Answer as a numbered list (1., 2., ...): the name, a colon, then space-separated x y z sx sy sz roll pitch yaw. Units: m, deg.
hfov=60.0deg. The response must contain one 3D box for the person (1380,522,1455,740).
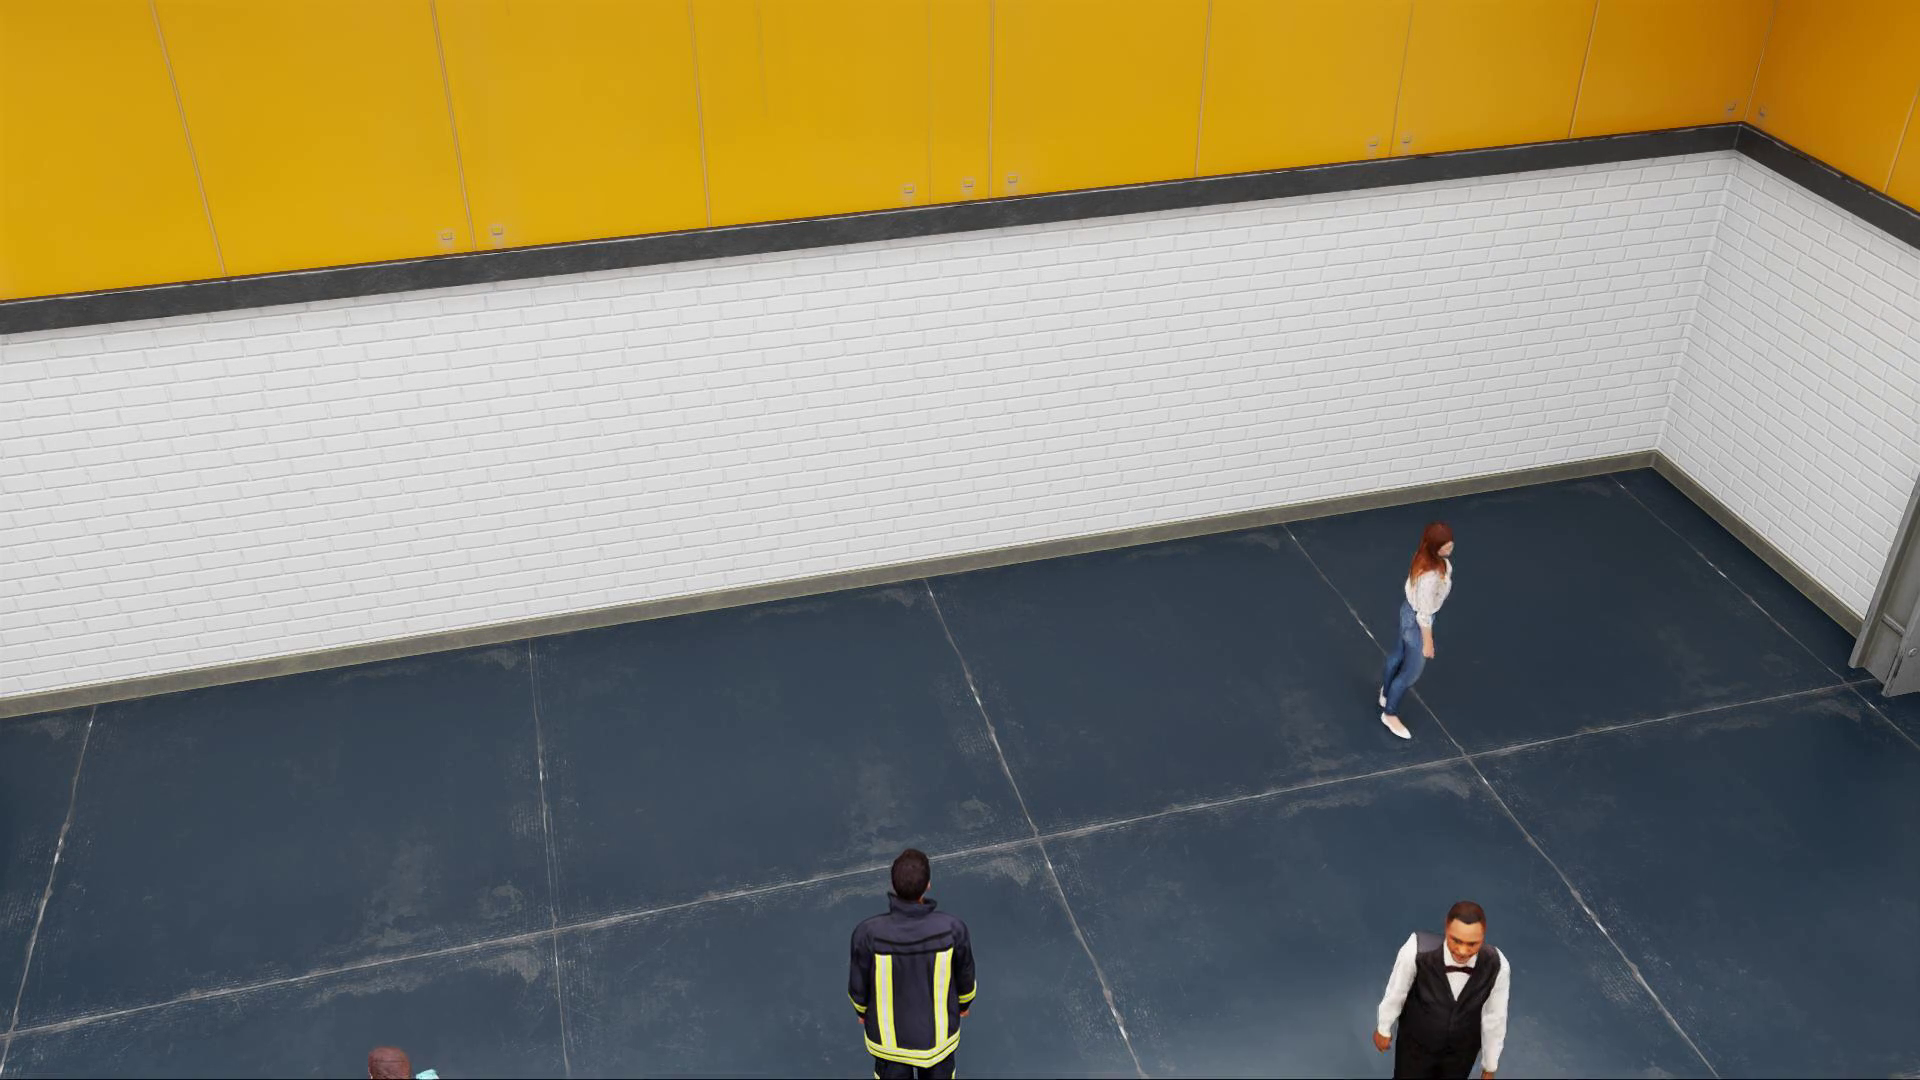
1. person: 2.997 0.503 11.021 0.873 1.700 0.691 1 34 2

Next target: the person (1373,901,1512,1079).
1. person: 2.307 2.348 8.065 0.860 1.899 0.901 4 34 5

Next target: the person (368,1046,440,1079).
1. person: -2.406 2.868 7.593 0.786 1.554 0.726 17 37 24

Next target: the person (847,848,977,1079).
1. person: -0.236 2.282 8.139 0.831 1.927 0.716 -3 34 -5
